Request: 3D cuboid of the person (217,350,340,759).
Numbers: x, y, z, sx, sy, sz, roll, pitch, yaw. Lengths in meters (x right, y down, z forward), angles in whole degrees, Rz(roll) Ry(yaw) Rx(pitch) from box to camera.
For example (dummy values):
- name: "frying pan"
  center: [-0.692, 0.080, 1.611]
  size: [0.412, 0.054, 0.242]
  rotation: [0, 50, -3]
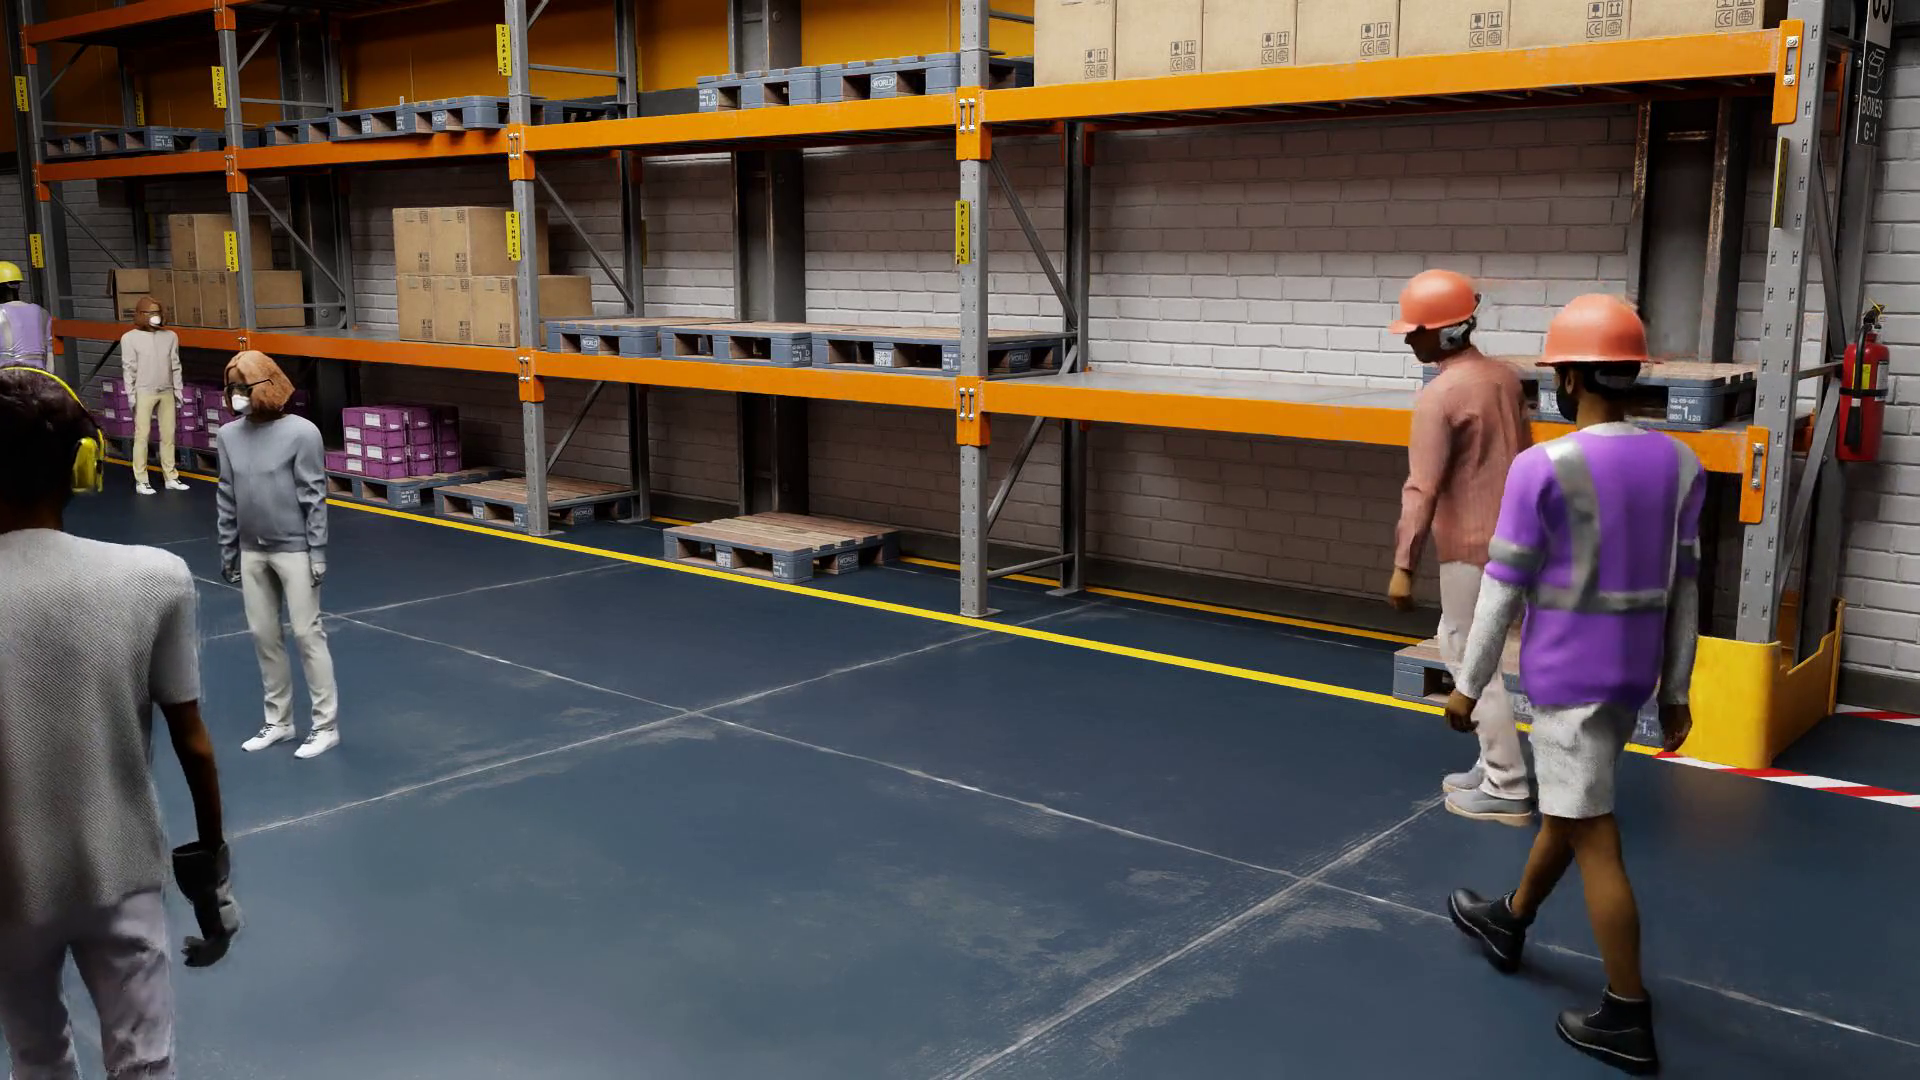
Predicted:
- name: "person"
  center: [-2.738, 0.056, 6.651]
  size: [0.511, 1.623, 0.283]
  rotation: [3, 10, 18]

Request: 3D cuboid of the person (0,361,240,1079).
- name: "person"
  center: [-1.523, 0.620, 2.850]
  size: [0.524, 1.843, 0.875]
  rotation: [-5, 11, -28]

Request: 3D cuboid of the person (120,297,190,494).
- name: "person"
  center: [-6.666, -1.192, 13.760]
  size: [0.284, 1.625, 0.492]
  rotation: [6, 12, 32]

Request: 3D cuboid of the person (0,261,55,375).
- name: "person"
  center: [-7.427, -1.226, 13.124]
  size: [0.402, 1.919, 0.588]
  rotation: [4, 11, 21]

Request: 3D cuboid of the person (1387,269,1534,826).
- name: "person"
  center: [1.781, 0.035, 5.843]
  size: [0.592, 1.944, 0.641]
  rotation: [8, 13, 39]

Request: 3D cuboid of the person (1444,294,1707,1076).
- name: "person"
  center: [1.537, 0.327, 4.308]
  size: [0.561, 1.892, 0.945]
  rotation: [-4, 11, -22]
